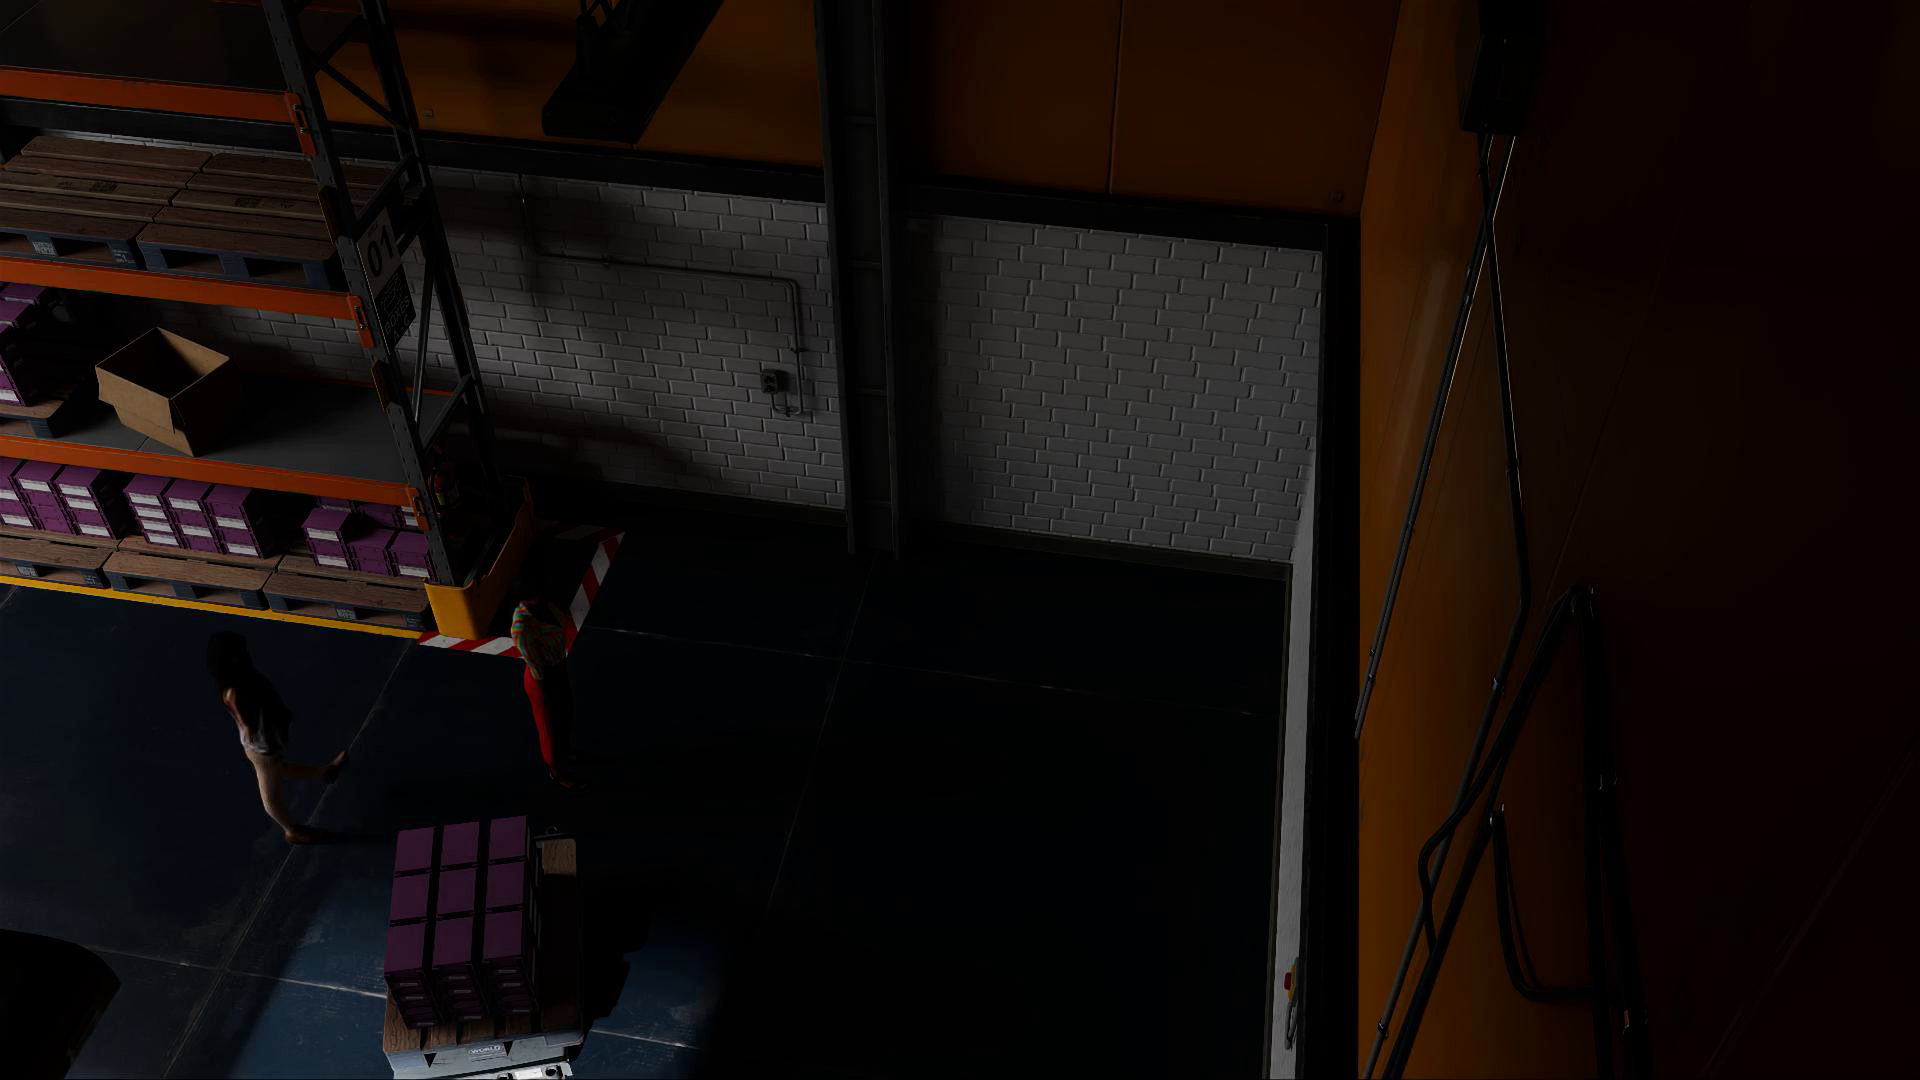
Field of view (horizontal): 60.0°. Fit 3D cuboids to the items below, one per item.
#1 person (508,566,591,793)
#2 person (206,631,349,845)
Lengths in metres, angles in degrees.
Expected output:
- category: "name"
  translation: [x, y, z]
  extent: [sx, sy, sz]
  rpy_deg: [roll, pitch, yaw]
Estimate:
- category: "person"
  translation: [-2.507, 0.841, 10.100]
  extent: [0.595, 1.792, 0.645]
  rpy_deg: [-1, 44, -1]
- category: "person"
  translation: [-4.024, 1.149, 9.880]
  extent: [0.830, 1.649, 0.719]
  rpy_deg: [-4, 44, -4]
